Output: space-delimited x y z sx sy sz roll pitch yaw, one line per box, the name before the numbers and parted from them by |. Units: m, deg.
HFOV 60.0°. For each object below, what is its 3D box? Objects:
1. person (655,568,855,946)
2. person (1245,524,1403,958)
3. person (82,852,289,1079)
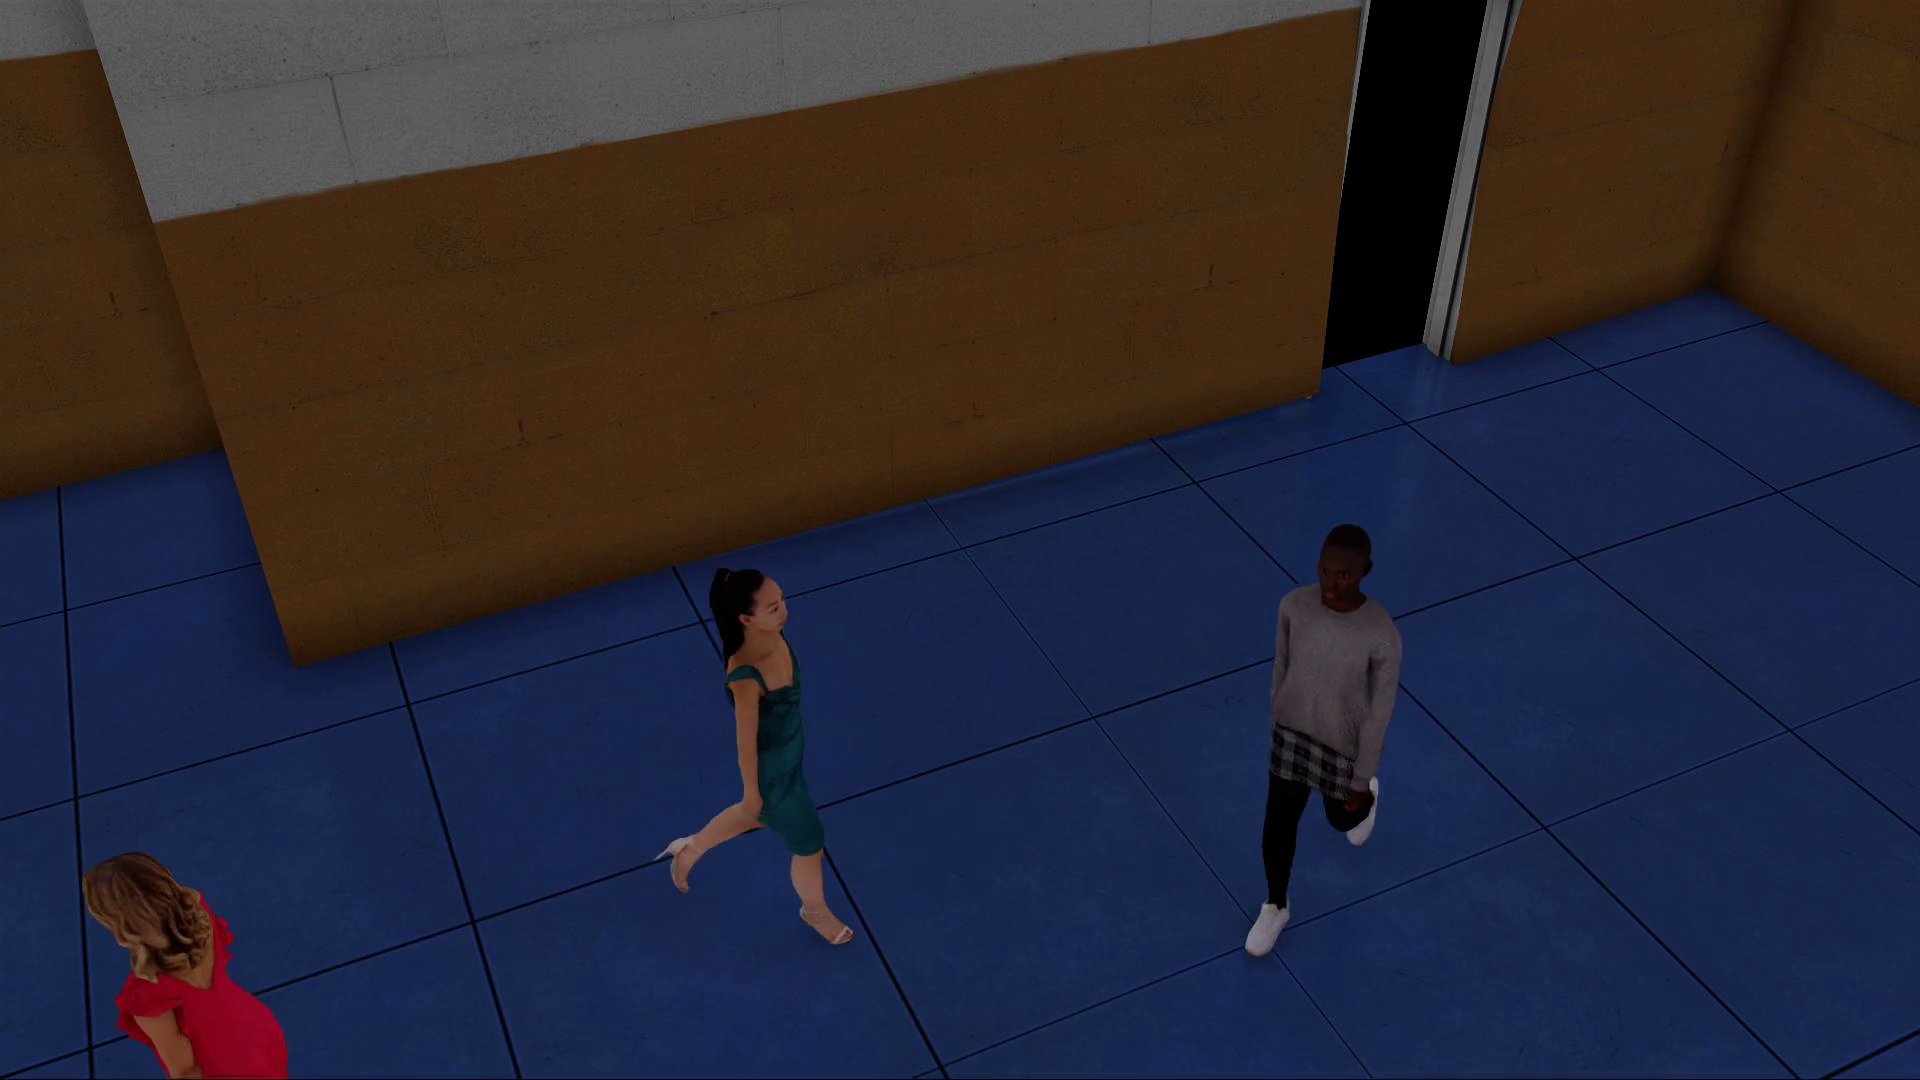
person | -0.731 0.778 5.778 0.970 1.661 0.992 6 37 8
person | 1.332 0.660 5.859 1.108 1.753 1.020 24 43 29
person | -2.003 1.509 4.763 0.855 1.709 0.869 3 37 4
